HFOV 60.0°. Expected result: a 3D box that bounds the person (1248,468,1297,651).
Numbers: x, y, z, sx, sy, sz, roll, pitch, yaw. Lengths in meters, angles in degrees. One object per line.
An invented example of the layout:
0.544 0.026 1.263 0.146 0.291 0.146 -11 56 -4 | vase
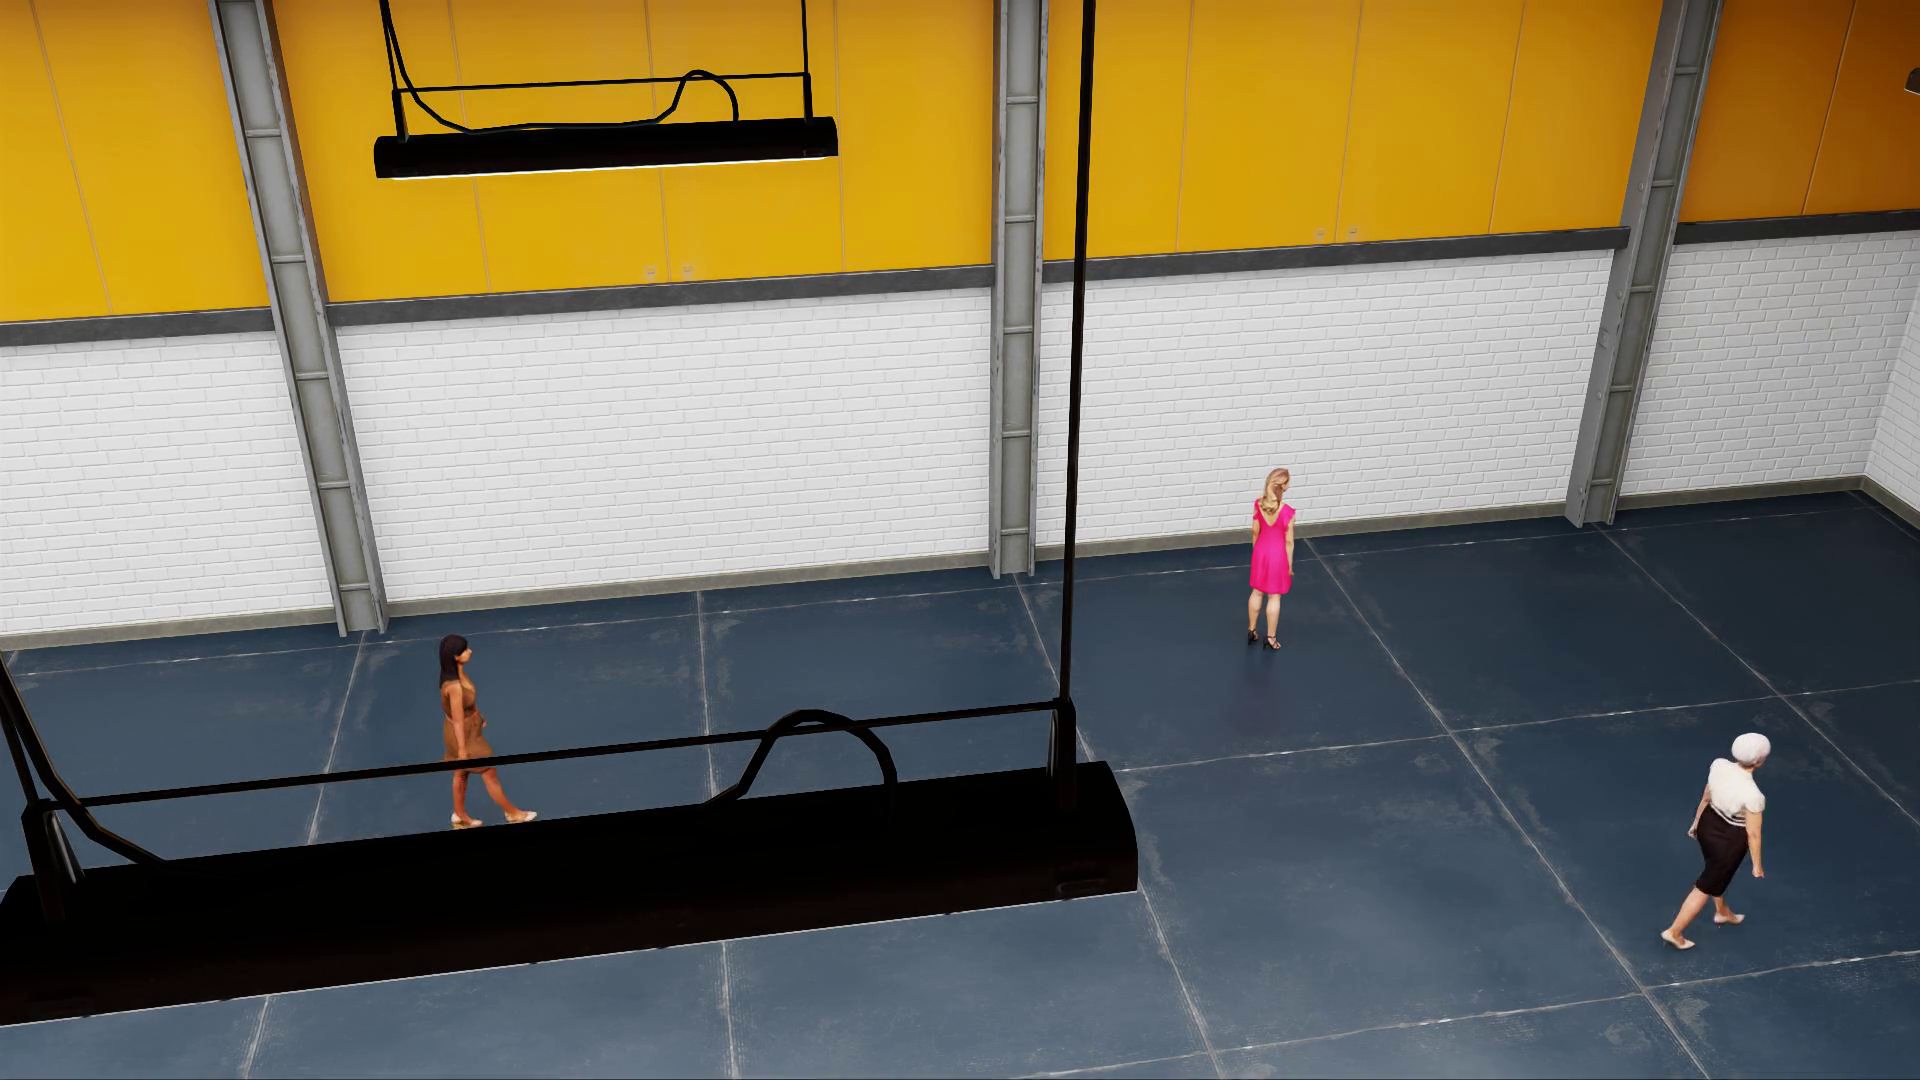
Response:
2.693 0.166 14.452 0.670 1.726 0.710 24 37 37 | person

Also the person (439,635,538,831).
-3.690 1.452 12.152 0.874 1.670 0.667 -9 30 -16 | person

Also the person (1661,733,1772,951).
4.955 2.034 11.025 0.910 1.727 0.654 -5 29 -9 | person
